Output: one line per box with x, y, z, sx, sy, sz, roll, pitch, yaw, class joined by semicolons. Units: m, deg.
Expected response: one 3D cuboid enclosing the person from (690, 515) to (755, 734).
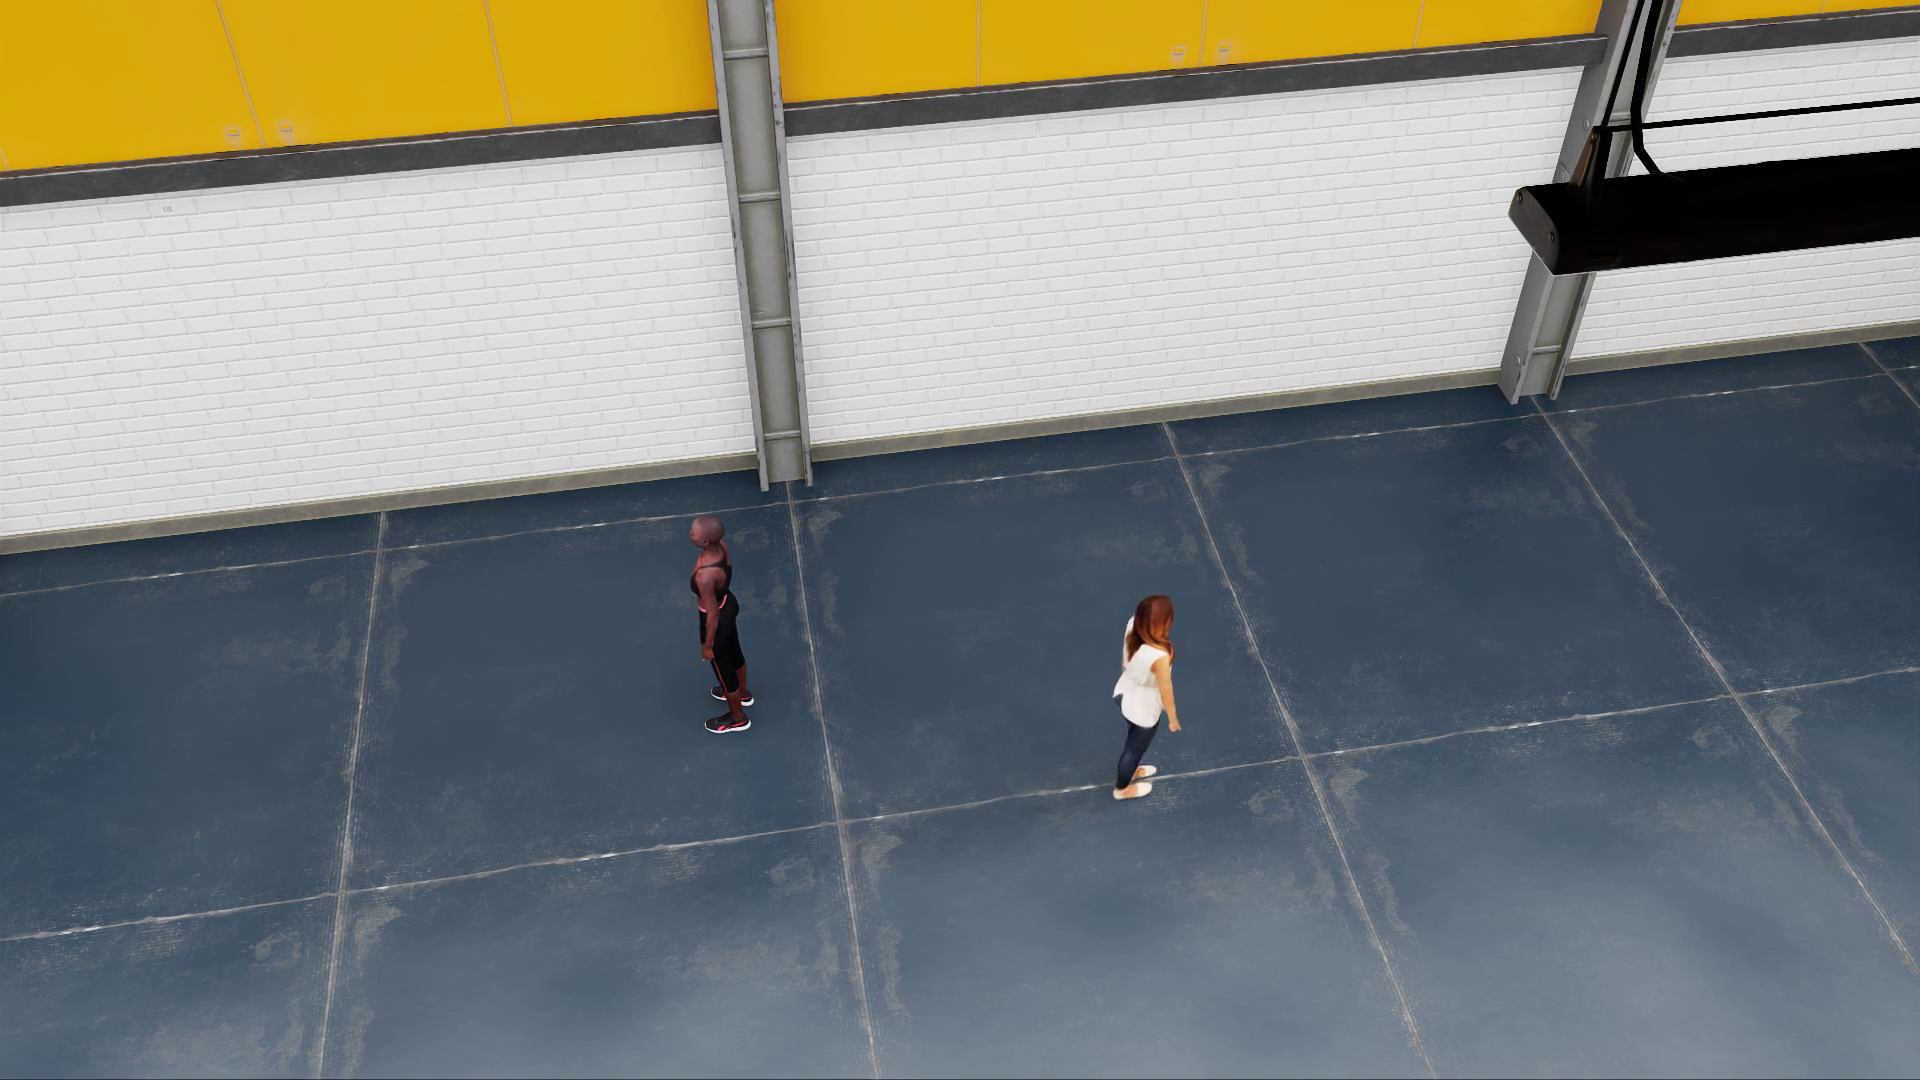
-1.489;0.508;10.351;0.605;1.758;0.641;3;44;3;person

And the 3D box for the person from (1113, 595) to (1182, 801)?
0.998;0.976;9.845;0.644;1.779;0.675;-14;45;-15;person
